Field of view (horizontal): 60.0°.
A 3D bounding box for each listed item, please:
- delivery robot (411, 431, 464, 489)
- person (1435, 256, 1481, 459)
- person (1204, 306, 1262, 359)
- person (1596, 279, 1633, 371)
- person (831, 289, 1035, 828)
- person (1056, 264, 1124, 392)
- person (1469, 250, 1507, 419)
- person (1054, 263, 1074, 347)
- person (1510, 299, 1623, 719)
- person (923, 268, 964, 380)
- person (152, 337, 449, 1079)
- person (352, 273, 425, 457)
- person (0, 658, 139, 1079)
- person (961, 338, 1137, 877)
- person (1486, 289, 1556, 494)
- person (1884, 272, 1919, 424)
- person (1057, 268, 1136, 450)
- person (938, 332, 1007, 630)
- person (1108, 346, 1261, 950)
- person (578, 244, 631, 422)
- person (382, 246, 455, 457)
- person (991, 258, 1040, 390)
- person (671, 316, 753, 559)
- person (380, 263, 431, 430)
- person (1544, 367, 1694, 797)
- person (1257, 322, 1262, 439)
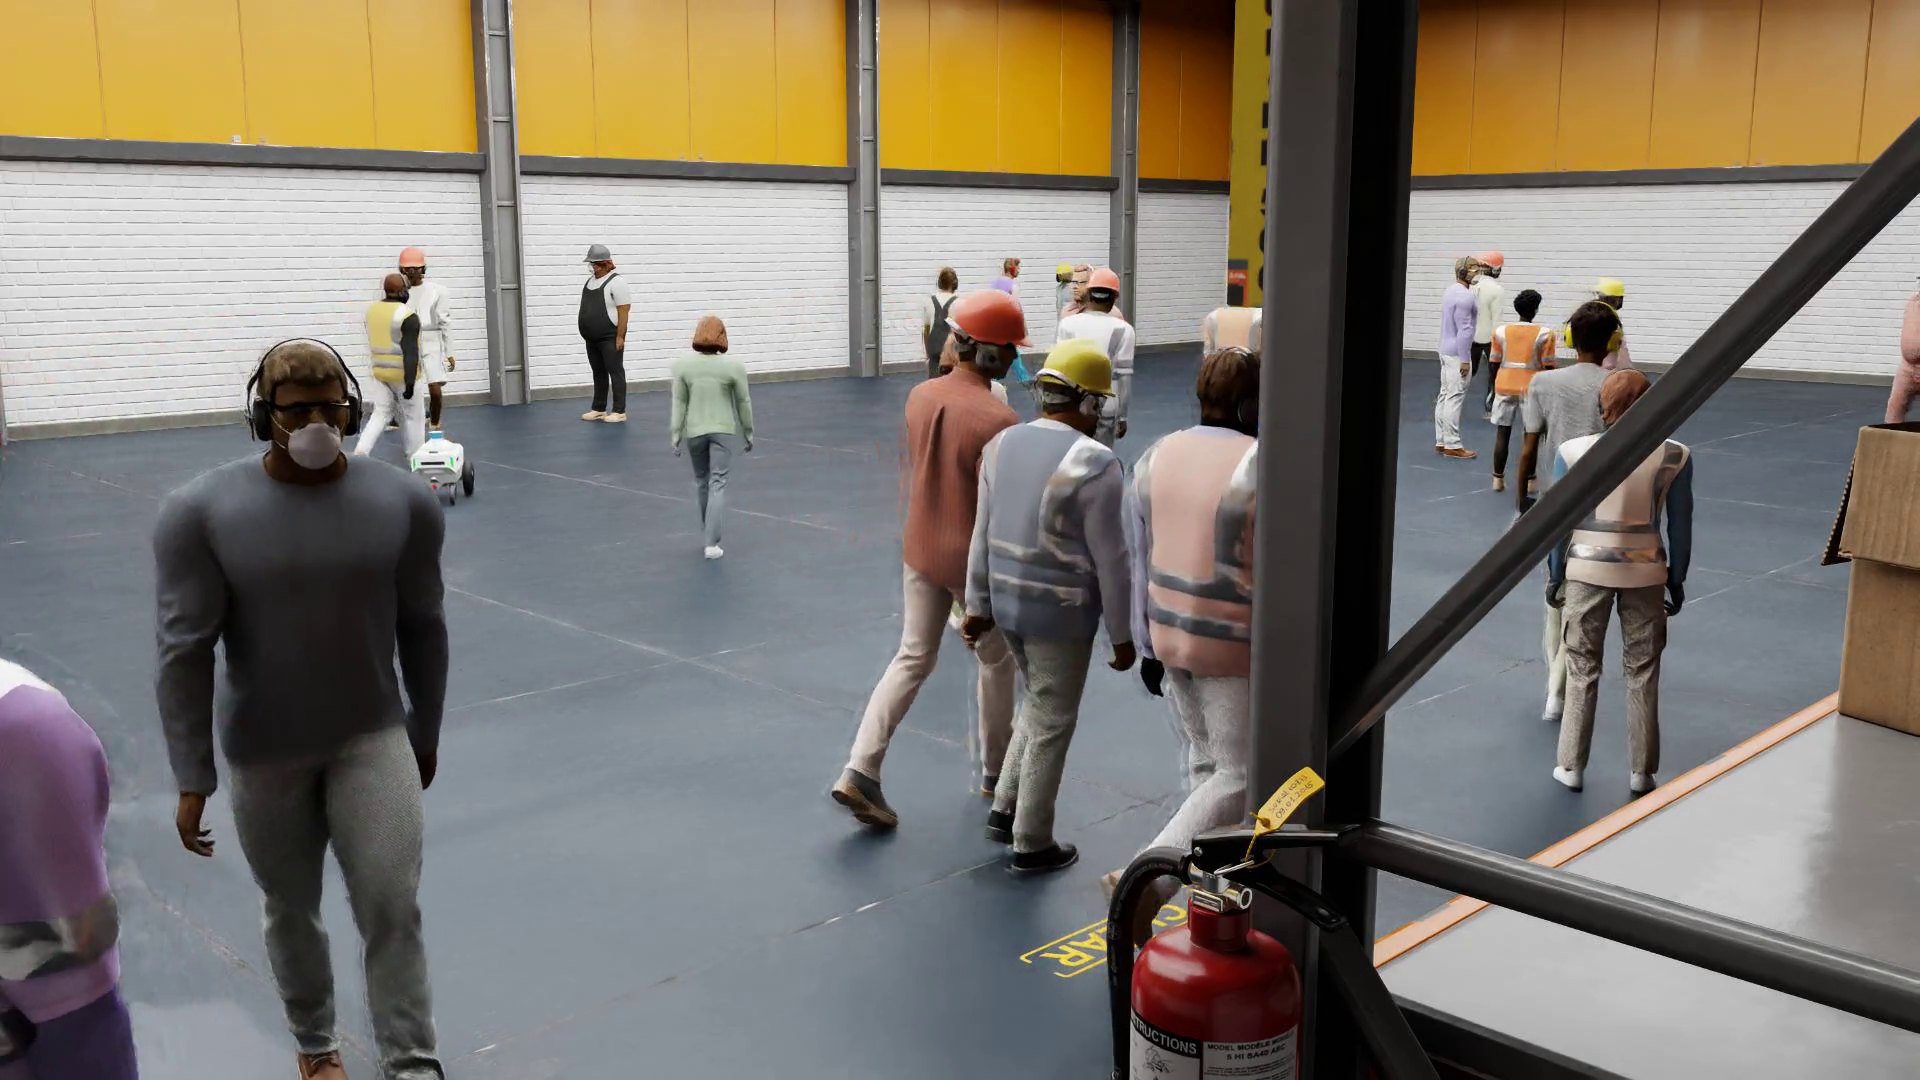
[{"bbox_3d":[-4.209,-0.635,13.406,0.477,0.478,0.707,-2,11,-11],"label":"delivery robot"},{"bbox_3d":[4.783,-1.751,15.980,0.376,1.937,0.629,0,10,3],"label":"person"},{"bbox_3d":[2.205,-1.236,13.240,0.595,1.910,0.708,7,12,33],"label":"person"},{"bbox_3d":[6.028,-1.549,15.472,0.922,1.722,0.542,0,10,-1],"label":"person"},{"bbox_3d":[-0.056,0.072,6.015,0.974,1.951,0.612,-10,14,-44],"label":"person"},{"bbox_3d":[0.968,-1.192,13.008,0.409,1.907,0.651,-10,14,-42],"label":"person"},{"bbox_3d":[5.992,-2.357,19.211,0.857,1.970,0.611,-6,12,-28],"label":"person"},{"bbox_3d":[1.635,-3.292,24.962,0.513,1.727,0.495,-8,13,-37],"label":"person"},{"bbox_3d":[2.825,-0.151,7.480,0.553,1.844,0.757,7,13,35],"label":"person"},{"bbox_3d":[-0.138,-1.918,17.268,0.536,1.794,0.967,4,11,19],"label":"person"},{"bbox_3d":[-1.447,0.505,3.769,0.645,1.894,0.958,-5,11,-25],"label":"person"},{"bbox_3d":[-4.991,-1.429,14.570,0.628,1.817,0.839,5,12,27],"label":"person"},{"bbox_3d":[-1.214,0.751,2.138,0.621,2.021,0.787,4,11,20],"label":"person"},{"bbox_3d":[0.319,0.239,5.519,0.452,1.804,0.602,-7,13,-35],"label":"person"},{"bbox_3d":[4.630,-1.222,13.766,0.555,1.694,0.318,6,12,30],"label":"person"},{"bbox_3d":[8.631,-1.561,15.065,0.766,1.882,0.678,-2,11,-13],"label":"person"},{"bbox_3d":[0.895,-0.906,11.460,0.597,1.905,0.642,3,11,16],"label":"person"},{"bbox_3d":[0.009,-0.342,9.143,0.531,1.610,0.585,0,10,-1],"label":"person"},{"bbox_3d":[0.725,0.339,4.926,0.741,1.820,0.620,-8,13,-36],"label":"person"},{"bbox_3d":[-4.104,-2.368,19.055,0.683,2.000,0.536,9,14,40],"label":"person"},{"bbox_3d":[-5.238,-1.818,16.082,0.663,2.028,0.432,-3,11,-15],"label":"person"},{"bbox_3d":[0.770,-2.975,23.001,0.911,1.801,0.600,-4,11,-22],"label":"person"},{"bbox_3d":[-1.655,-0.705,11.222,0.521,1.588,0.851,1,10,5],"label":"person"},{"bbox_3d":[-6.131,-2.189,18.480,0.607,1.887,0.990,5,11,24],"label":"person"},{"bbox_3d":[2.500,0.165,6.344,0.522,1.636,0.310,3,11,14],"label":"person"},{"bbox_3d":[1.978,-0.569,10.299,0.534,1.654,0.865,3,11,16],"label":"person"}]
